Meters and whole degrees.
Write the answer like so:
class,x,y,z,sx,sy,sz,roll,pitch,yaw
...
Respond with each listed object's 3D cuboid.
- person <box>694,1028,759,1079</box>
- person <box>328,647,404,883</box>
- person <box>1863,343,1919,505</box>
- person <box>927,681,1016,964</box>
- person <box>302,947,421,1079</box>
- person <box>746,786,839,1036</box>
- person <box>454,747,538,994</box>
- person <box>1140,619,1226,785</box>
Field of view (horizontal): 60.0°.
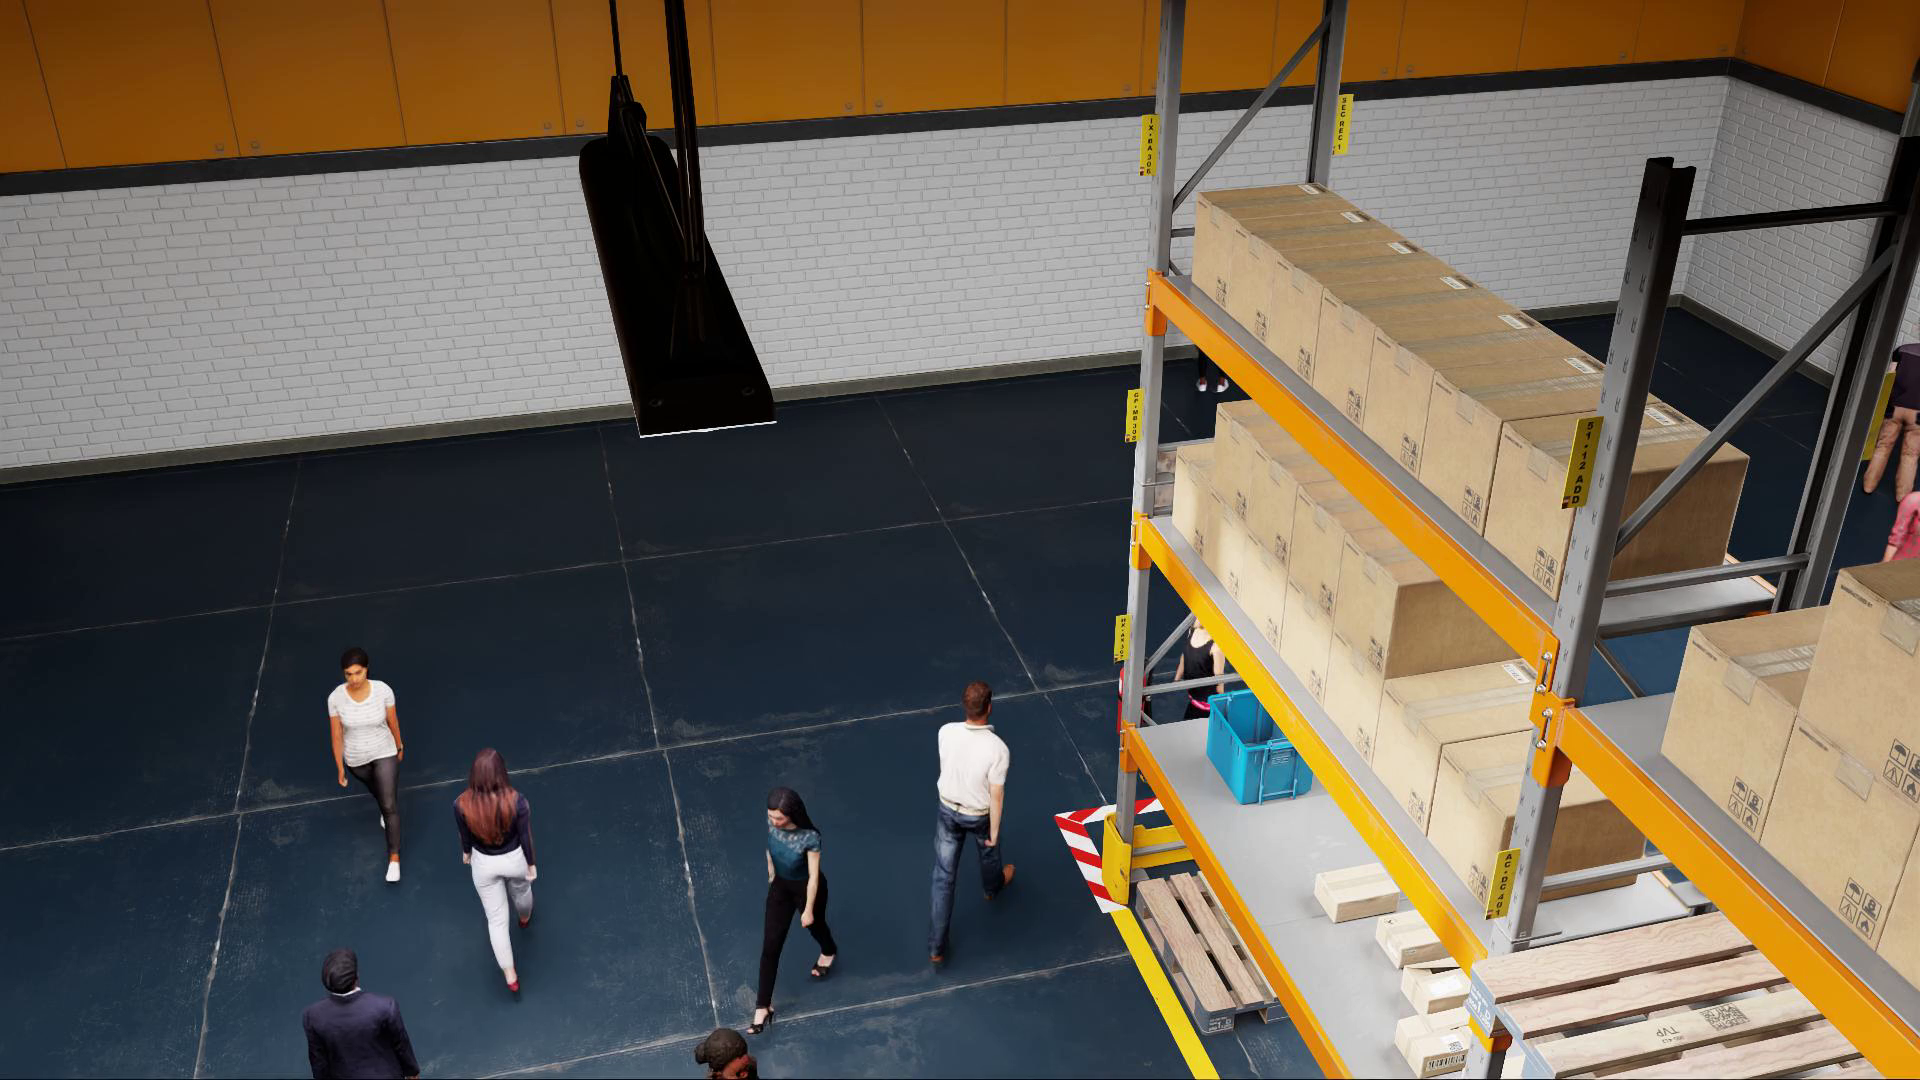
class,x,y,z,sx,sy,sz,roll,pitch,yaw
person,-0.996,3.052,8.088,0.804,1.661,0.871,-23,36,-36
person,-3.965,1.408,11.174,0.603,1.592,1.134,-6,29,-11
person,9.018,-1.262,15.809,0.716,1.841,0.835,25,37,38
person,-0.003,1.779,10.286,1.228,1.790,1.321,13,31,23
person,-3.017,2.838,8.449,0.770,1.690,1.196,-3,29,-6
person,-0.902,2.070,9.878,1.108,1.671,1.154,18,34,30
person,-2.787,2.020,10.087,0.662,1.559,1.087,-5,29,-9
person,1.799,1.062,11.895,0.668,1.508,0.977,-10,30,-17
